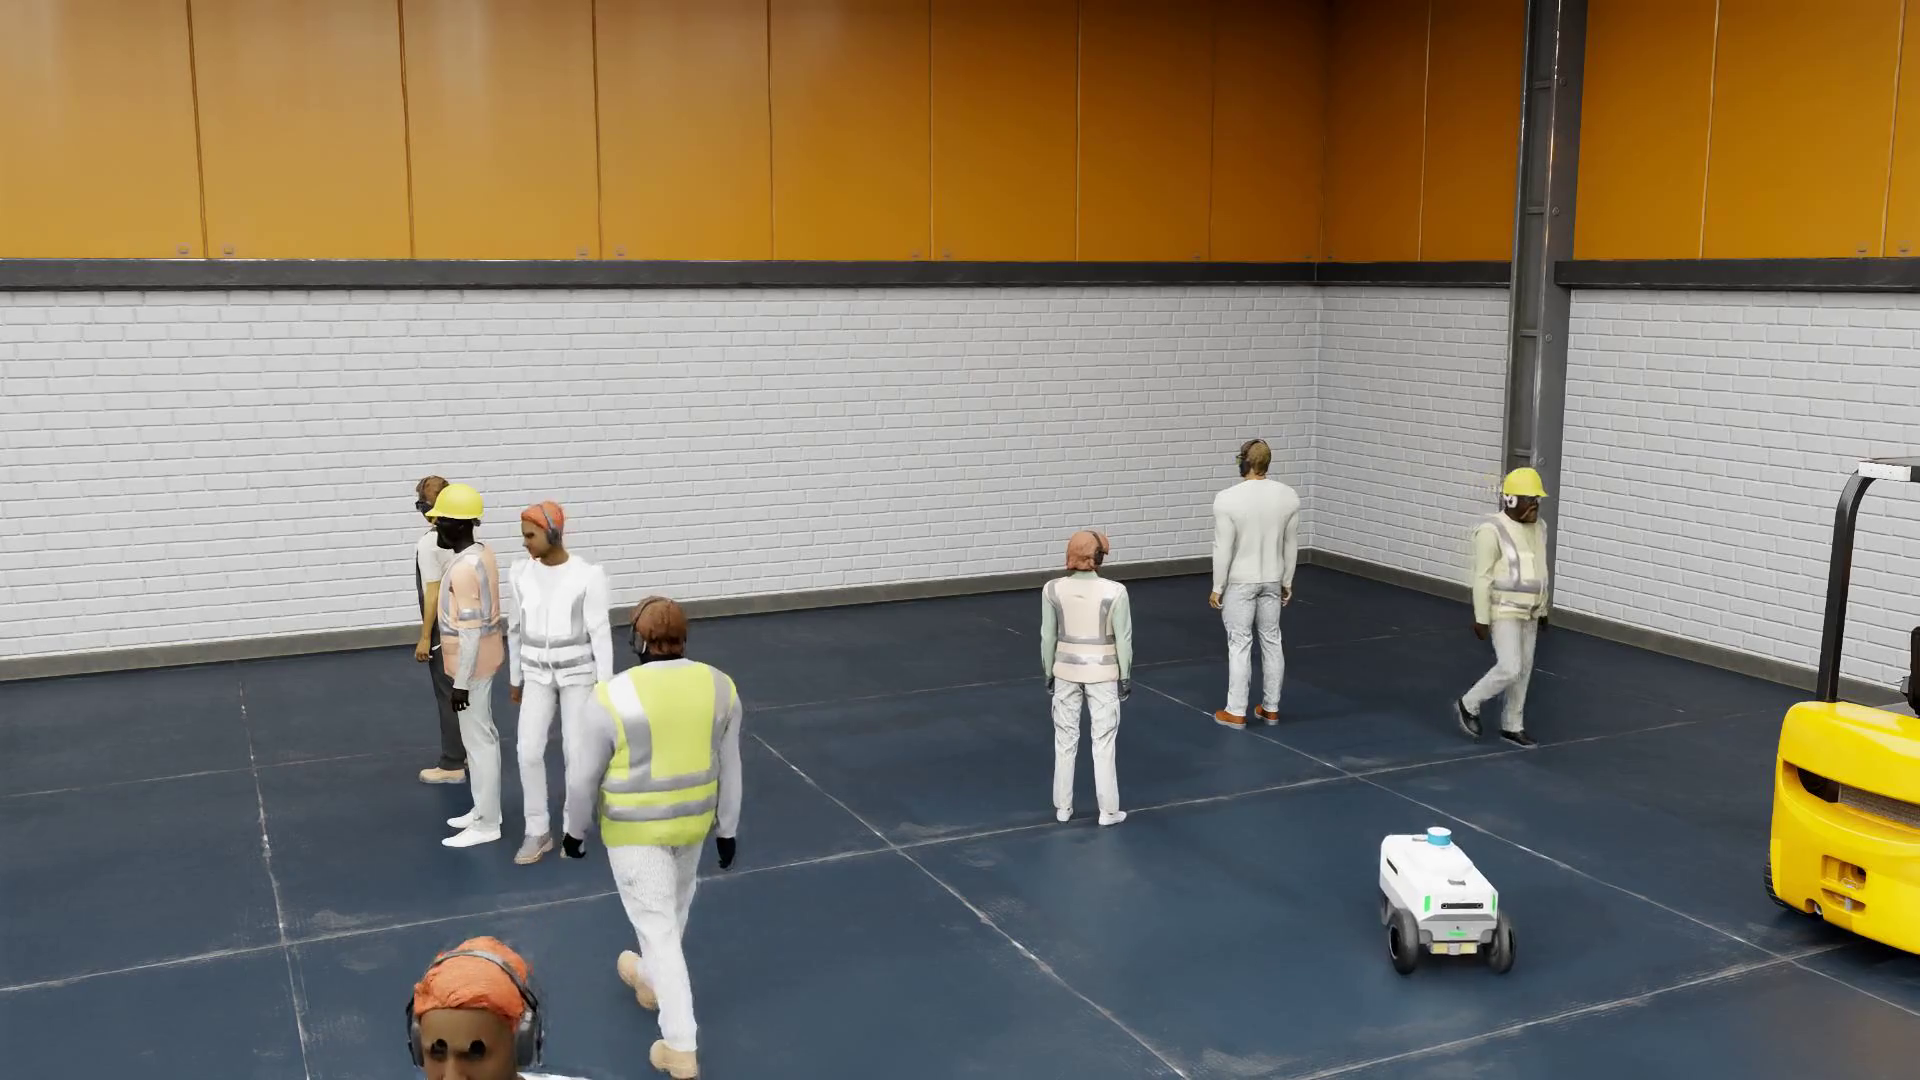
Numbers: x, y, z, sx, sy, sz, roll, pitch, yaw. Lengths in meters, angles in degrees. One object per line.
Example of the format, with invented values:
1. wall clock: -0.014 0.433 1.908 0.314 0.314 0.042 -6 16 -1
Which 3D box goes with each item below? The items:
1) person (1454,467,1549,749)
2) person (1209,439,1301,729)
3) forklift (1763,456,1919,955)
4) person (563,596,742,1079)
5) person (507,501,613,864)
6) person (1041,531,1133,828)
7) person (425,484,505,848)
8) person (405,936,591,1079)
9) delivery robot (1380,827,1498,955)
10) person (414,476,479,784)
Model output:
1. person: 3.500 0.433 10.589 0.599 1.818 0.459 -7 12 -37
2. person: 1.948 0.292 11.074 0.634 1.940 0.367 -3 10 -20
3. forklift: 4.857 0.731 7.561 2.313 2.155 1.214 -4 10 -25
4. person: -1.215 1.106 6.482 0.634 1.814 0.824 -8 12 -40
5. person: -2.060 0.740 8.519 0.648 1.869 0.558 1 9 7
6. person: 0.692 0.761 9.096 0.512 1.639 0.311 3 10 20
7. person: -2.610 0.658 8.826 0.364 1.930 0.588 -2 9 -10
8. person: -0.859 1.641 2.969 0.611 1.843 0.908 0 9 1
9. delivery robot: 2.122 1.524 7.405 0.477 0.478 0.707 0 9 -1
10. person: -3.052 0.531 9.900 0.343 1.839 0.506 3 10 17
